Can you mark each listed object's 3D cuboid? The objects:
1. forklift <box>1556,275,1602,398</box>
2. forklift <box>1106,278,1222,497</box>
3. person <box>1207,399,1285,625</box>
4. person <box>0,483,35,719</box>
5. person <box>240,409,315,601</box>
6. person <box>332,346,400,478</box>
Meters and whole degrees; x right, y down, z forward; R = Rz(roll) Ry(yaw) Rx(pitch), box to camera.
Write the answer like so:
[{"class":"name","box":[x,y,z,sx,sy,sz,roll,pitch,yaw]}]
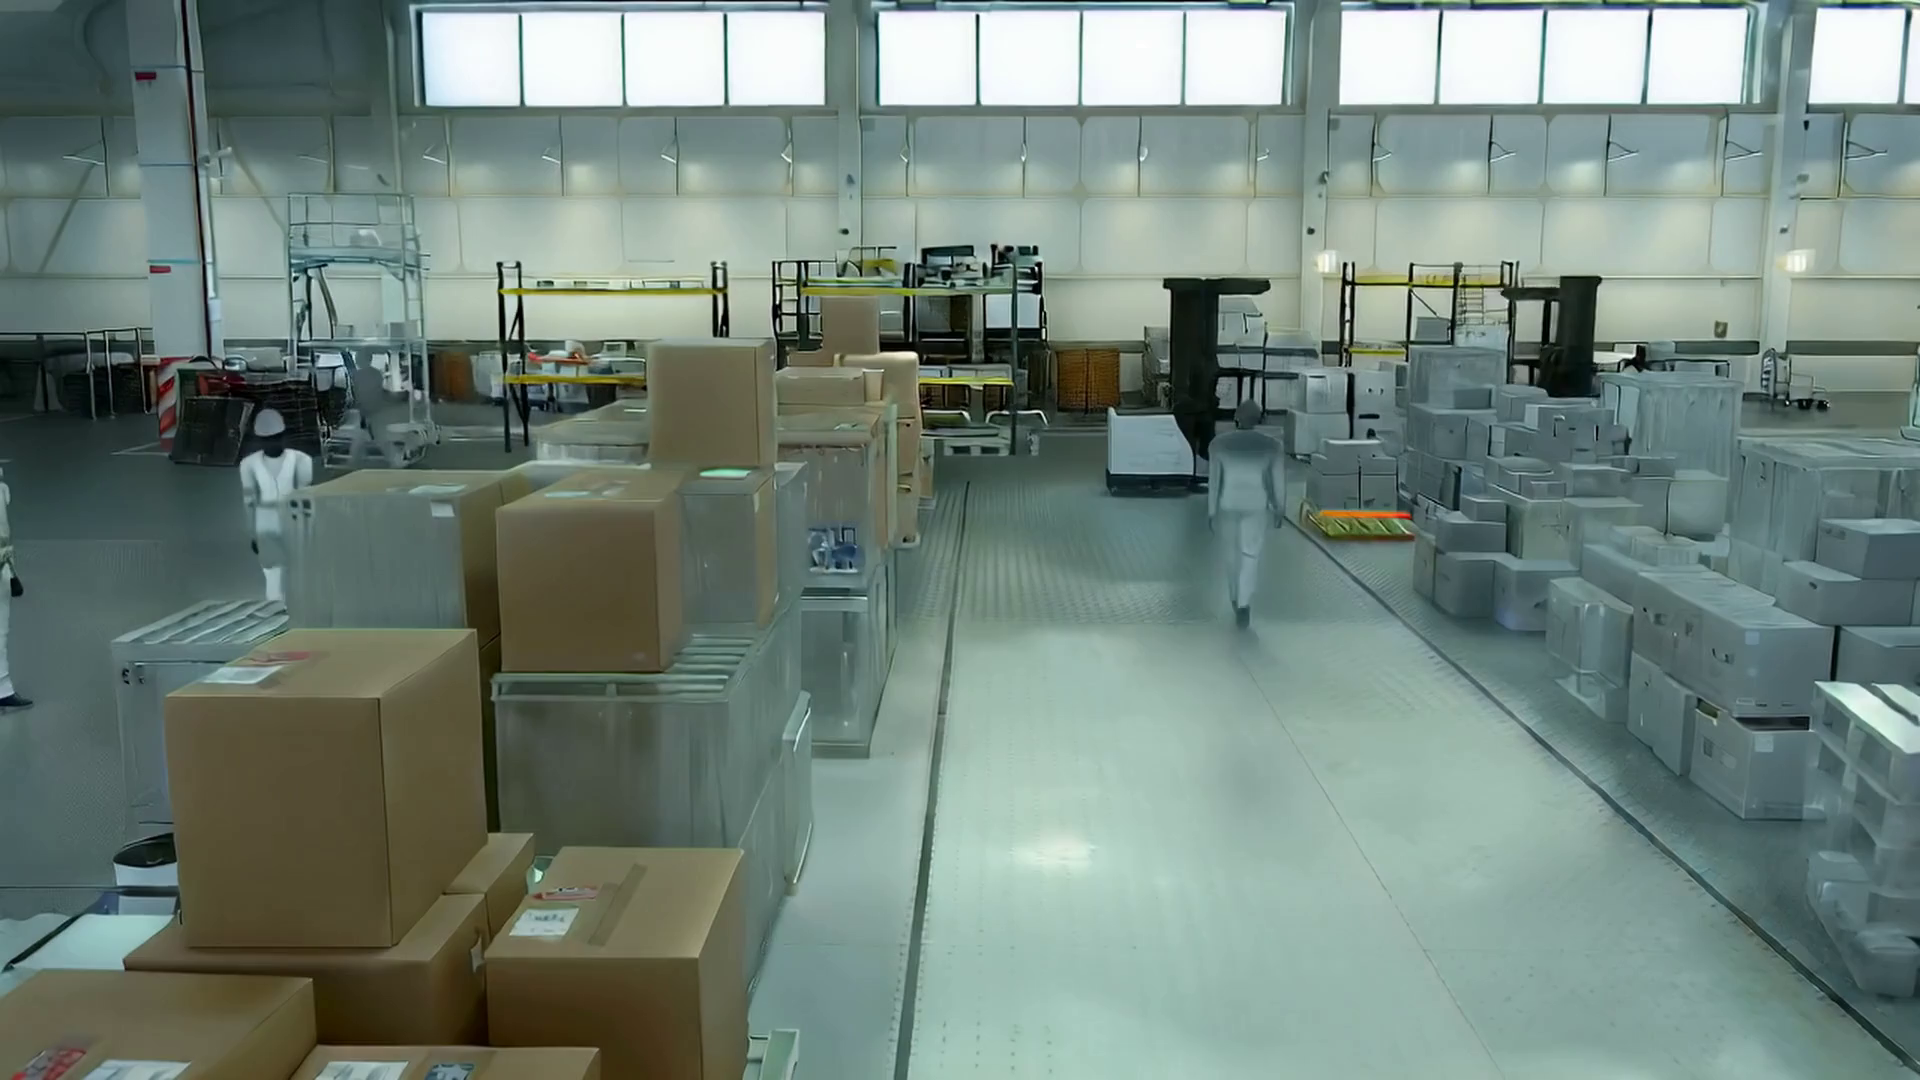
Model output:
[{"class":"forklift","box":[9.788,-2.808,26.454,1.873,2.768,1.129,0,9,1]},{"class":"forklift","box":[2.884,-2.007,21.659,1.873,2.768,1.129,0,9,1]},{"class":"person","box":[2.414,-0.249,14.095,0.647,1.898,1.011,2,10,12]},{"class":"person","box":[-6.505,0.255,11.095,0.356,1.883,0.572,2,10,9]},{"class":"person","box":[-5.394,-0.107,13.236,0.555,1.903,0.962,-3,10,-16]},{"class":"person","box":[-8.163,-1.715,22.888,1.029,1.880,0.656,3,10,16]}]
